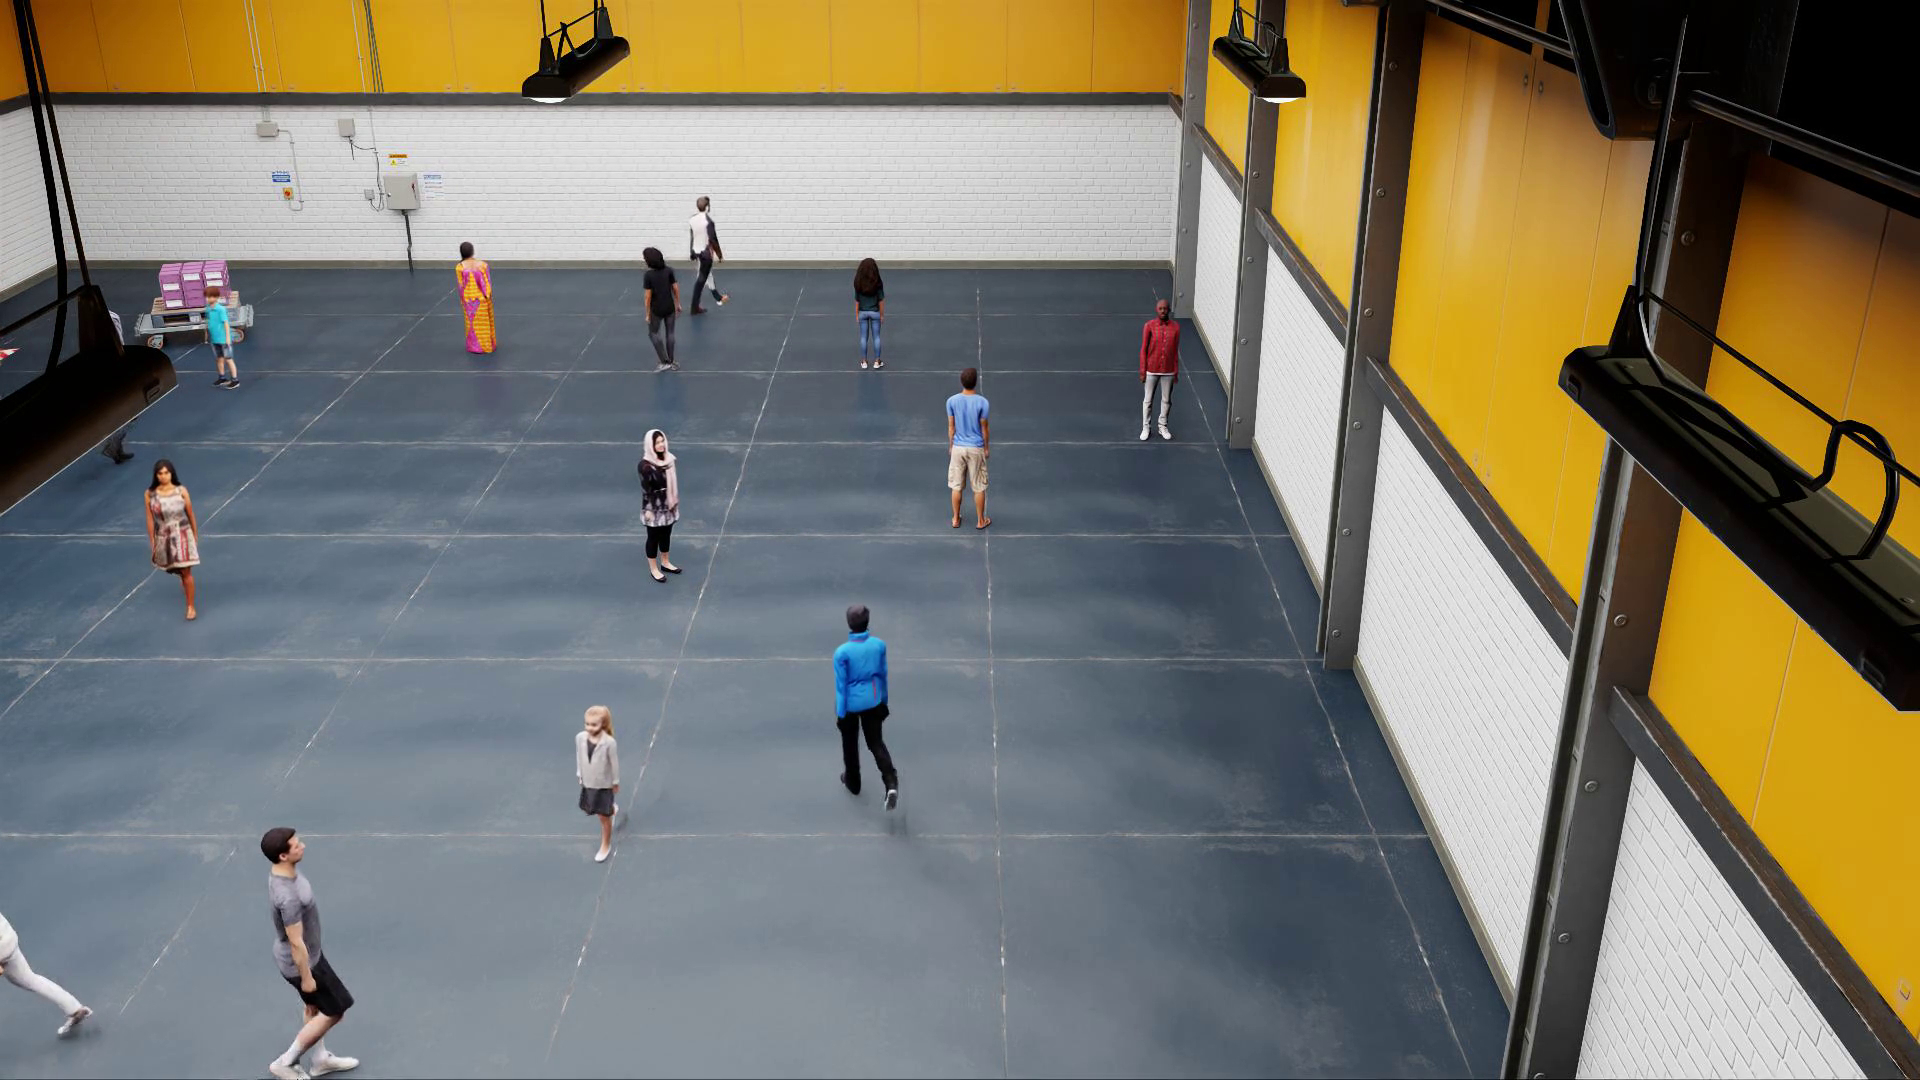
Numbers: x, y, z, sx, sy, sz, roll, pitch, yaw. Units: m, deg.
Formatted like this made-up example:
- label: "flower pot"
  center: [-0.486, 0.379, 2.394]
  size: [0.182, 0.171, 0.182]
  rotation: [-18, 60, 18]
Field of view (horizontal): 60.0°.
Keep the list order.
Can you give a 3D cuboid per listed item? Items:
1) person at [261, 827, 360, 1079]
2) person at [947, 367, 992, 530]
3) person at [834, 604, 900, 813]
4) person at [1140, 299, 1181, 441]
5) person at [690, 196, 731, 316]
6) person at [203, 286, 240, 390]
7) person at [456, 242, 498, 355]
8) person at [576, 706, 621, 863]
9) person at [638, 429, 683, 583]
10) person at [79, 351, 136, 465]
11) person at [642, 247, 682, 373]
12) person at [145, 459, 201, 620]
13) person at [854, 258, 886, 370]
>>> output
- label: "person"
  center: [-4.186, 2.603, 10.328]
  size: [0.883, 1.860, 0.850]
  rotation: [-10, 25, -21]
- label: "person"
  center: [0.098, -1.029, 18.633]
  size: [0.684, 1.864, 0.624]
  rotation: [4, 24, 10]
- label: "person"
  center: [-0.750, 1.362, 13.275]
  size: [0.936, 1.775, 1.140]
  rotation: [-13, 27, -27]
- label: "person"
  center: [2.564, -2.210, 21.390]
  size: [0.659, 1.820, 0.576]
  rotation: [-1, 24, -2]
- label: "person"
  center: [-4.182, -4.520, 26.645]
  size: [1.222, 1.844, 1.174]
  rotation: [-21, 31, -40]
- label: "person"
  center: [-10.388, -2.865, 23.350]
  size: [0.608, 1.449, 0.611]
  rotation: [10, 26, 23]
- label: "person"
  center: [-7.249, -3.654, 24.858]
  size: [0.742, 1.688, 0.774]
  rotation: [-9, 25, -20]
- label: "person"
  center: [-2.768, 1.827, 12.850]
  size: [0.647, 1.264, 0.786]
  rotation: [8, 25, 18]
- label: "person"
  center: [-3.161, -0.389, 17.451]
  size: [0.808, 1.638, 0.722]
  rotation: [14, 27, 30]
- label: "person"
  center: [-10.508, -1.755, 20.383]
  size: [0.806, 1.794, 0.849]
  rotation: [9, 25, 19]
- label: "person"
  center: [-4.293, -3.333, 23.974]
  size: [0.877, 1.808, 0.870]
  rotation: [-7, 25, -15]
- label: "person"
  center: [-7.881, -0.051, 16.692]
  size: [0.781, 1.627, 1.012]
  rotation: [-7, 24, -15]
- label: "person"
  center: [-1.313, -3.294, 24.123]
  size: [0.605, 1.616, 0.599]
  rotation: [1, 24, 3]
